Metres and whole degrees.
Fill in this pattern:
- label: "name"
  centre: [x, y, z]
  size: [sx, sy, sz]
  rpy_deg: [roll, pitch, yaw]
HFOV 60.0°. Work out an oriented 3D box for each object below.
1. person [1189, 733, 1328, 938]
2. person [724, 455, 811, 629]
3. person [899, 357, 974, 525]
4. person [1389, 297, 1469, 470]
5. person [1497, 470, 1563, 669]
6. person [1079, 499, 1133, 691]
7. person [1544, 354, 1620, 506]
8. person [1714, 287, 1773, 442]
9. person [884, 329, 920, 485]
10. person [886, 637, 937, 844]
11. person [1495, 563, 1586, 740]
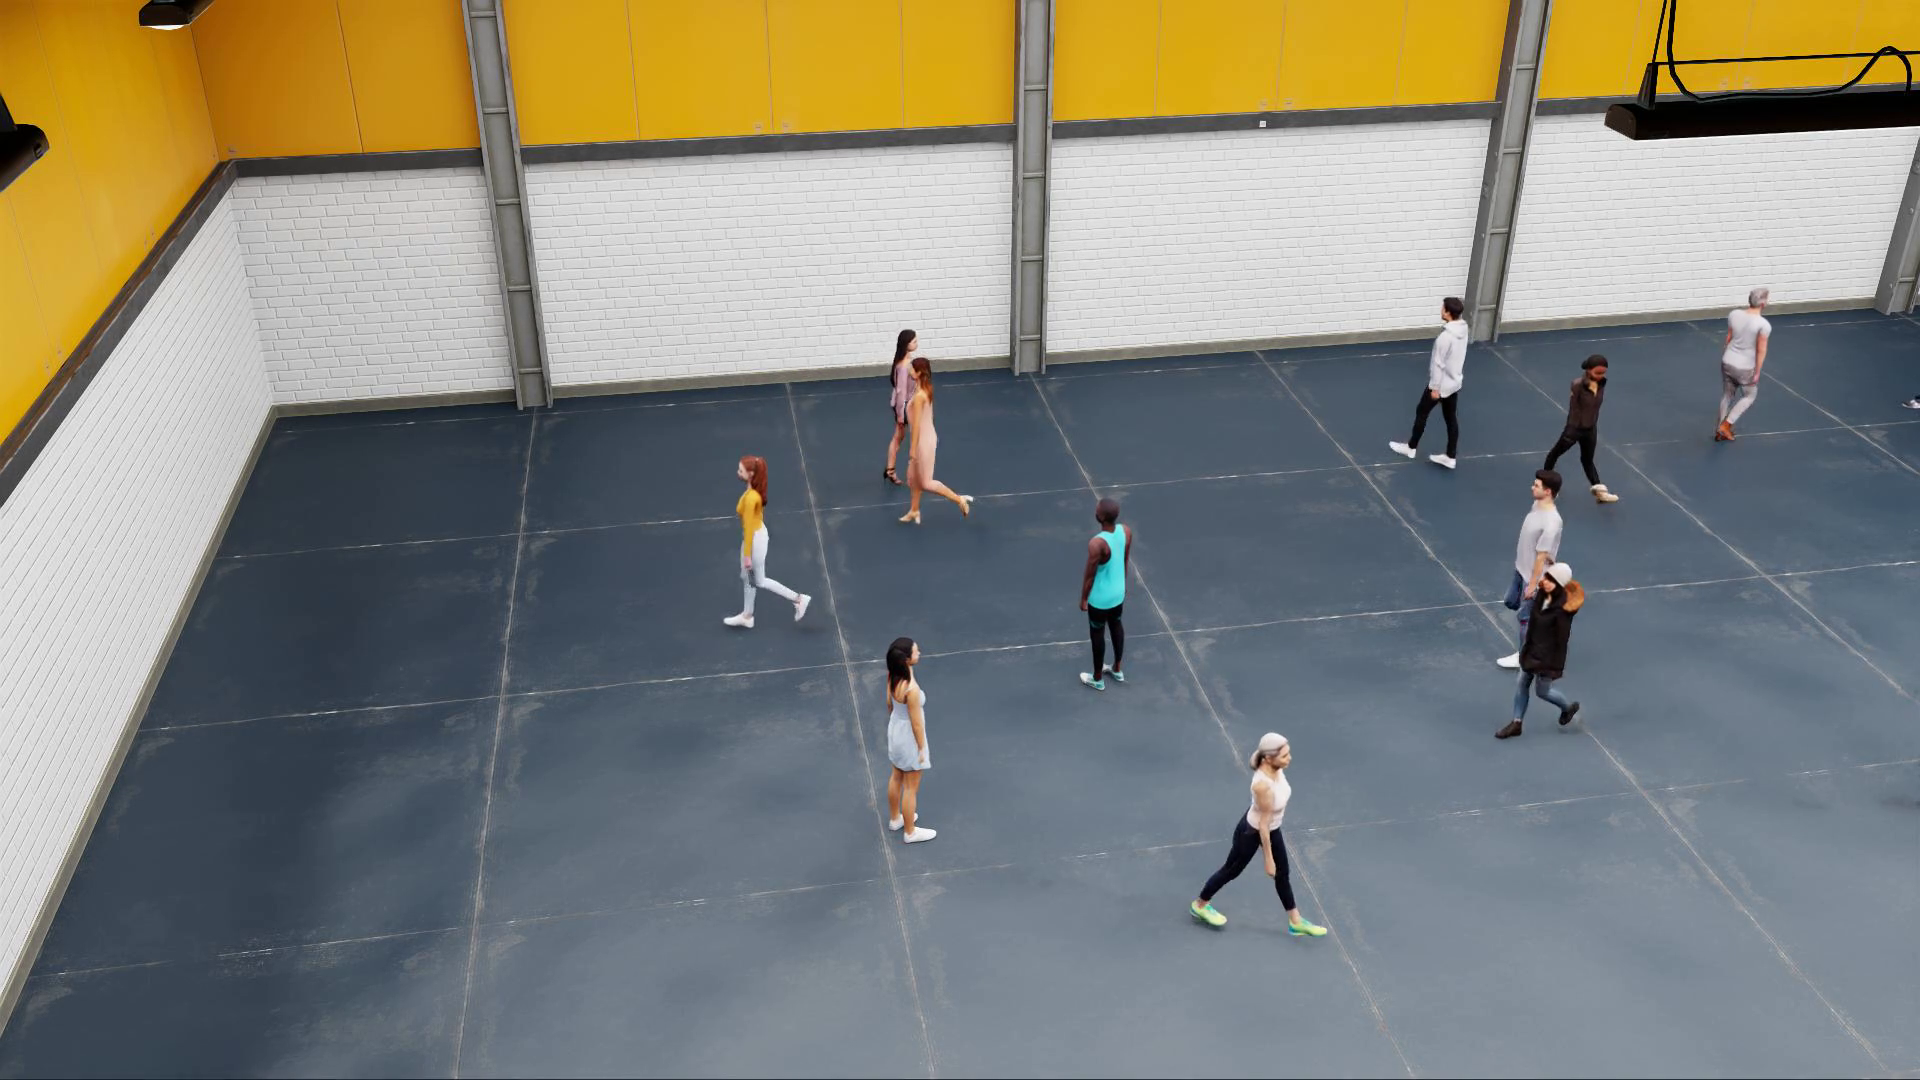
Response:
- label: "person"
  centre: [1.951, 2.033, 11.406]
  size: [1.269, 1.649, 1.052]
  rpy_deg: [11, 31, 19]
- label: "person"
  centre: [-1.764, 0.048, 14.955]
  size: [1.082, 1.735, 0.723]
  rpy_deg: [1, 29, 2]
- label: "person"
  centre: [-0.280, -0.944, 16.700]
  size: [1.071, 1.805, 0.786]
  rpy_deg: [3, 29, 6]
- label: "person"
  centre: [5.309, -1.656, 17.908]
  size: [1.106, 1.899, 1.082]
  rpy_deg: [24, 37, 37]
- label: "person"
  centre: [5.071, 0.266, 14.415]
  size: [0.857, 1.870, 0.754]
  rpy_deg: [-1, 29, -2]
- label: "person"
  centre: [1.260, 0.471, 14.103]
  size: [0.639, 1.808, 0.764]
  rpy_deg: [-20, 34, -32]
- label: "person"
  centre: [6.459, -1.069, 17.119]
  size: [1.057, 1.624, 0.806]
  rpy_deg: [6, 29, 11]
- label: "person"
  centre: [8.603, -1.919, 18.475]
  size: [0.833, 1.817, 0.807]
  rpy_deg: [-16, 32, -26]
- label: "person"
  centre: [-0.682, -1.372, 17.503]
  size: [0.742, 1.788, 0.670]
  rpy_deg: [-2, 29, -4]
- label: "person"
  centre: [-0.408, 1.470, 12.354]
  size: [0.633, 1.729, 0.652]
  rpy_deg: [-15, 32, -25]
- label: "person"
  centre: [4.790, 0.911, 13.498]
  size: [0.983, 1.616, 0.693]
  rpy_deg: [-9, 30, -16]
